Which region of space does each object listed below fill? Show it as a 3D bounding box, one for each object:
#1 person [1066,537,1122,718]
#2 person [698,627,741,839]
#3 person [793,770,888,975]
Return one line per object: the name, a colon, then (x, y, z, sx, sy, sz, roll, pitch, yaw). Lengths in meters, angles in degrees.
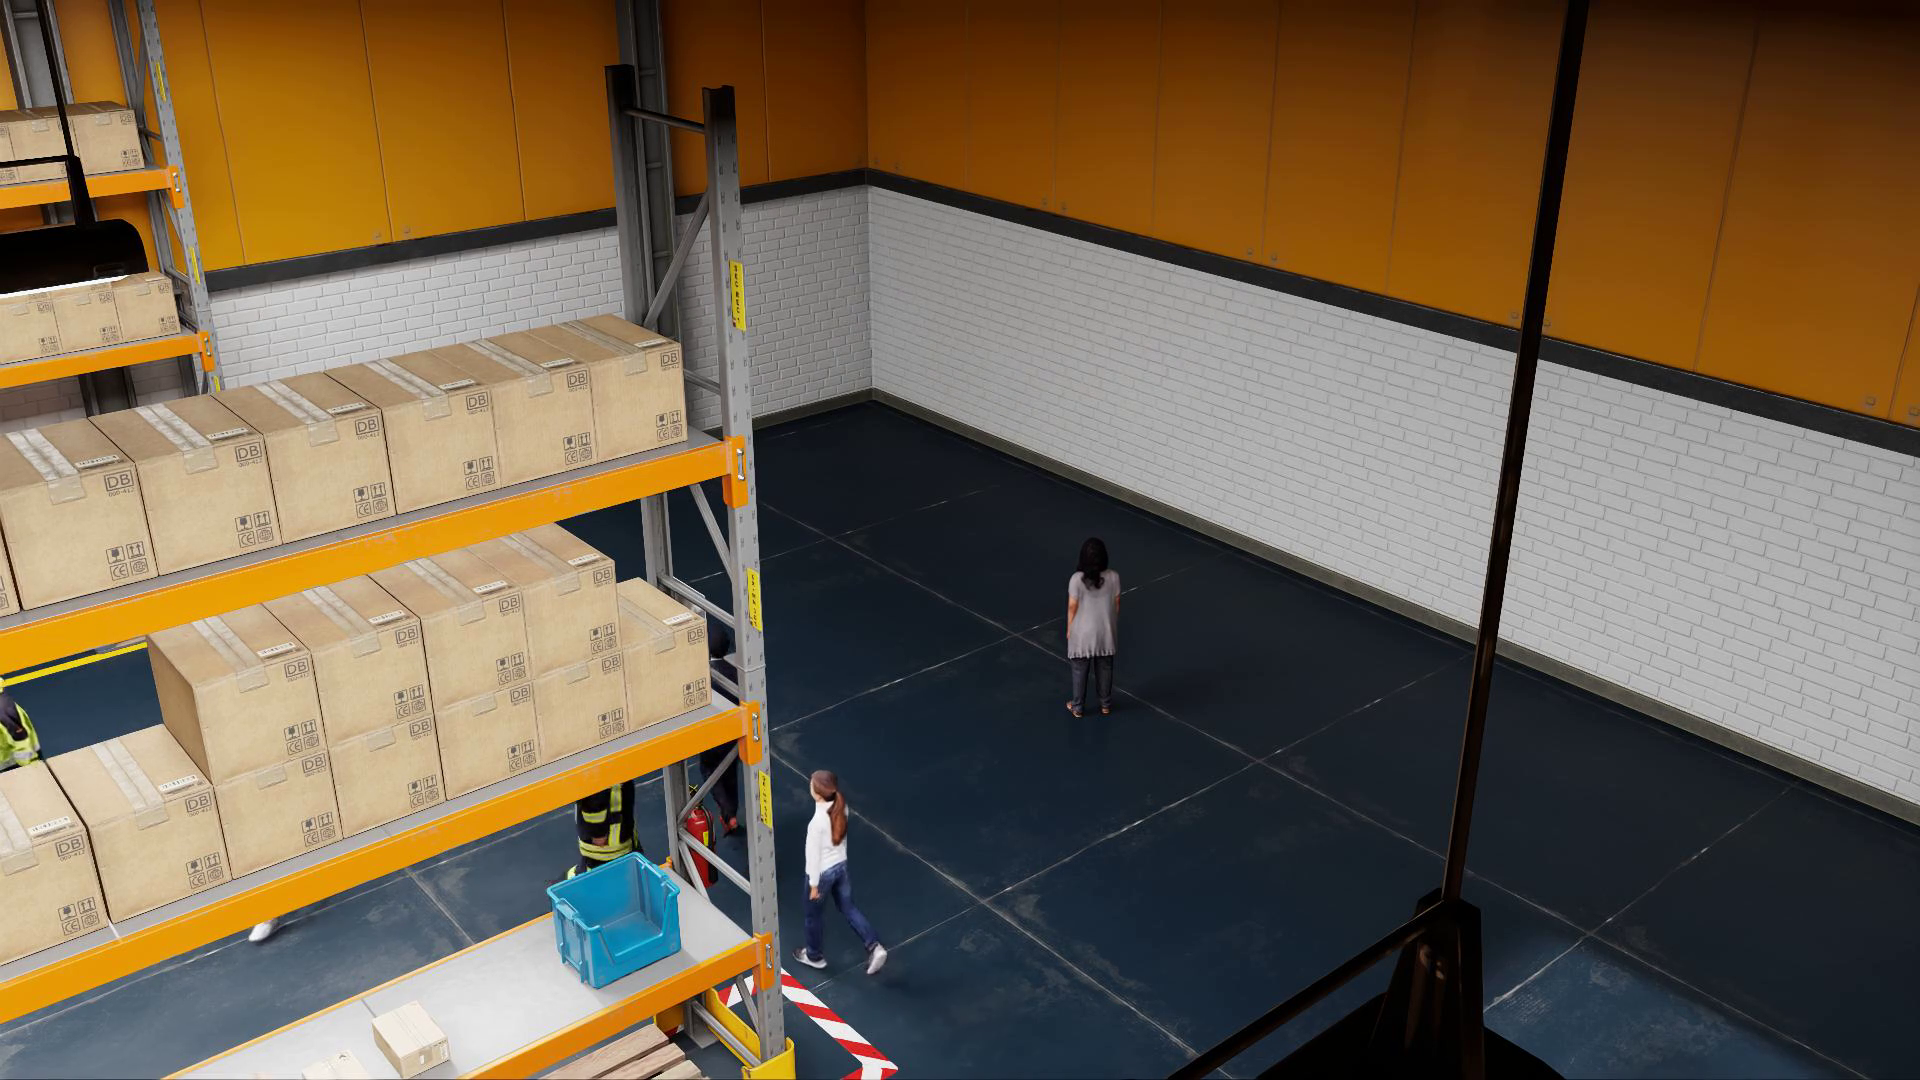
person: (1.128, 0.738, 14.135, 0.723, 1.611, 0.803, -6, 24, -13)
person: (-1.739, 1.478, 12.308, 0.773, 1.716, 0.800, -12, 26, -25)
person: (-0.803, 2.198, 10.881, 0.687, 1.541, 0.921, 17, 29, 34)
